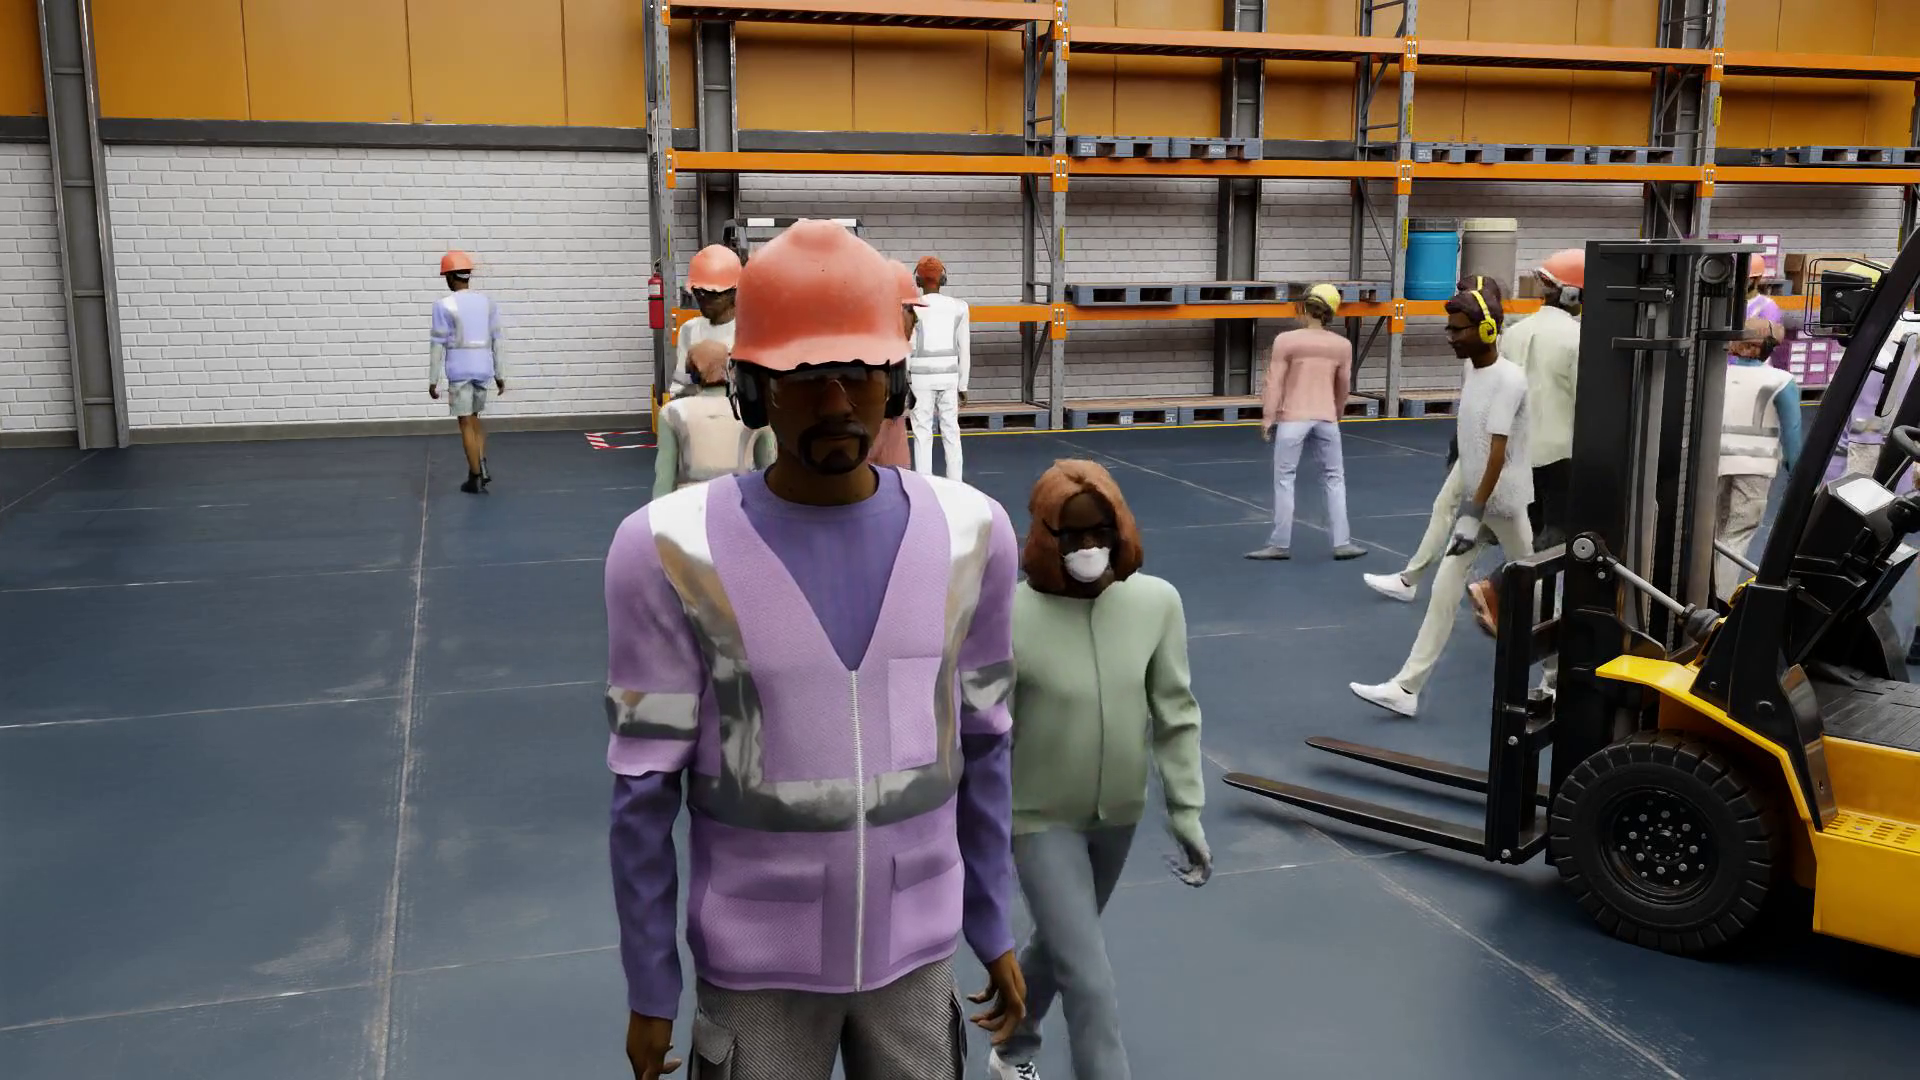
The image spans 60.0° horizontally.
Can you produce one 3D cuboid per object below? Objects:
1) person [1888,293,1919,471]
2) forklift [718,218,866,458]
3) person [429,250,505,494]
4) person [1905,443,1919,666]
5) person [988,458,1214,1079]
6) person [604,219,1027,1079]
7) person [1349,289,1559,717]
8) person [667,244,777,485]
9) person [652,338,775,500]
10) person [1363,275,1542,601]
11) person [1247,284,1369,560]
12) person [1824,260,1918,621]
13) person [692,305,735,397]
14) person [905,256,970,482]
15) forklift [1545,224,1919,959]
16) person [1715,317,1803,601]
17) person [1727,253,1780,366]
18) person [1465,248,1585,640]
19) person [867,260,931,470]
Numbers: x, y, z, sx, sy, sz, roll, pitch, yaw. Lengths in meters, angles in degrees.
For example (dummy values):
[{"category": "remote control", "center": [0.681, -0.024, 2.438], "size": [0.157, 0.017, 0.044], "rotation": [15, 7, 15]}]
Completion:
[{"category": "person", "center": [5.651, -0.719, 9.978], "size": [0.470, 1.868, 0.621], "rotation": [-4, 11, -23]}, {"category": "forklift", "center": [-1.522, -1.778, 14.899], "size": [1.214, 2.155, 2.313], "rotation": [-3, 11, -17]}, {"category": "person", "center": [-3.911, -1.318, 13.127], "size": [0.466, 1.918, 0.584], "rotation": [9, 14, 41]}, {"category": "person", "center": [4.903, -0.342, 7.807], "size": [0.874, 1.902, 0.581], "rotation": [-2, 11, -11]}, {"category": "person", "center": [0.248, 0.604, 3.522], "size": [0.495, 1.585, 0.870], "rotation": [-5, 12, -28]}, {"category": "person", "center": [-0.184, 0.576, 2.407], "size": [0.615, 2.042, 0.374], "rotation": [-4, 11, -21]}, {"category": "person", "center": [2.174, -0.124, 6.898], "size": [1.002, 1.804, 0.549], "rotation": [-2, 11, -11]}, {"category": "person", "center": [-1.177, -0.418, 8.016], "size": [0.713, 1.972, 0.967], "rotation": [9, 14, 42]}, {"category": "person", "center": [-1.054, -0.068, 7.171], "size": [0.521, 1.583, 0.860], "rotation": [-1, 10, -5]}, {"category": "person", "center": [2.784, -0.530, 9.105], "size": [0.998, 1.807, 0.551], "rotation": [4, 11, 19]}, {"category": "person", "center": [2.194, -0.730, 10.426], "size": [0.783, 1.730, 0.360], "rotation": [-1, 10, -7]}, {"category": "person", "center": [3.666, -0.168, 6.806], "size": [0.385, 1.925, 0.591], "rotation": [9, 14, 40]}, {"category": "person", "center": [-1.249, -0.446, 9.009], "size": [0.534, 1.688, 0.370], "rotation": [-5, 12, -27]}, {"category": "person", "center": [-0.203, -1.122, 12.162], "size": [0.575, 1.881, 0.356], "rotation": [-4, 11, -22]}, {"category": "forklift", "center": [2.909, 0.117, 4.508], "size": [2.313, 2.155, 1.214], "rotation": [9, 14, 40]}, {"category": "person", "center": [4.138, -0.354, 8.697], "size": [0.741, 1.606, 0.513], "rotation": [-7, 13, -35]}, {"category": "person", "center": [5.857, -1.224, 12.645], "size": [0.772, 1.906, 0.561], "rotation": [-3, 11, -14]}, {"category": "person", "center": [2.786, -0.432, 8.141], "size": [0.655, 1.970, 0.662], "rotation": [-5, 11, -24]}, {"category": "person", "center": [-0.465, -0.111, 6.480], "size": [1.046, 1.947, 0.626], "rotation": [-2, 11, -13]}]
